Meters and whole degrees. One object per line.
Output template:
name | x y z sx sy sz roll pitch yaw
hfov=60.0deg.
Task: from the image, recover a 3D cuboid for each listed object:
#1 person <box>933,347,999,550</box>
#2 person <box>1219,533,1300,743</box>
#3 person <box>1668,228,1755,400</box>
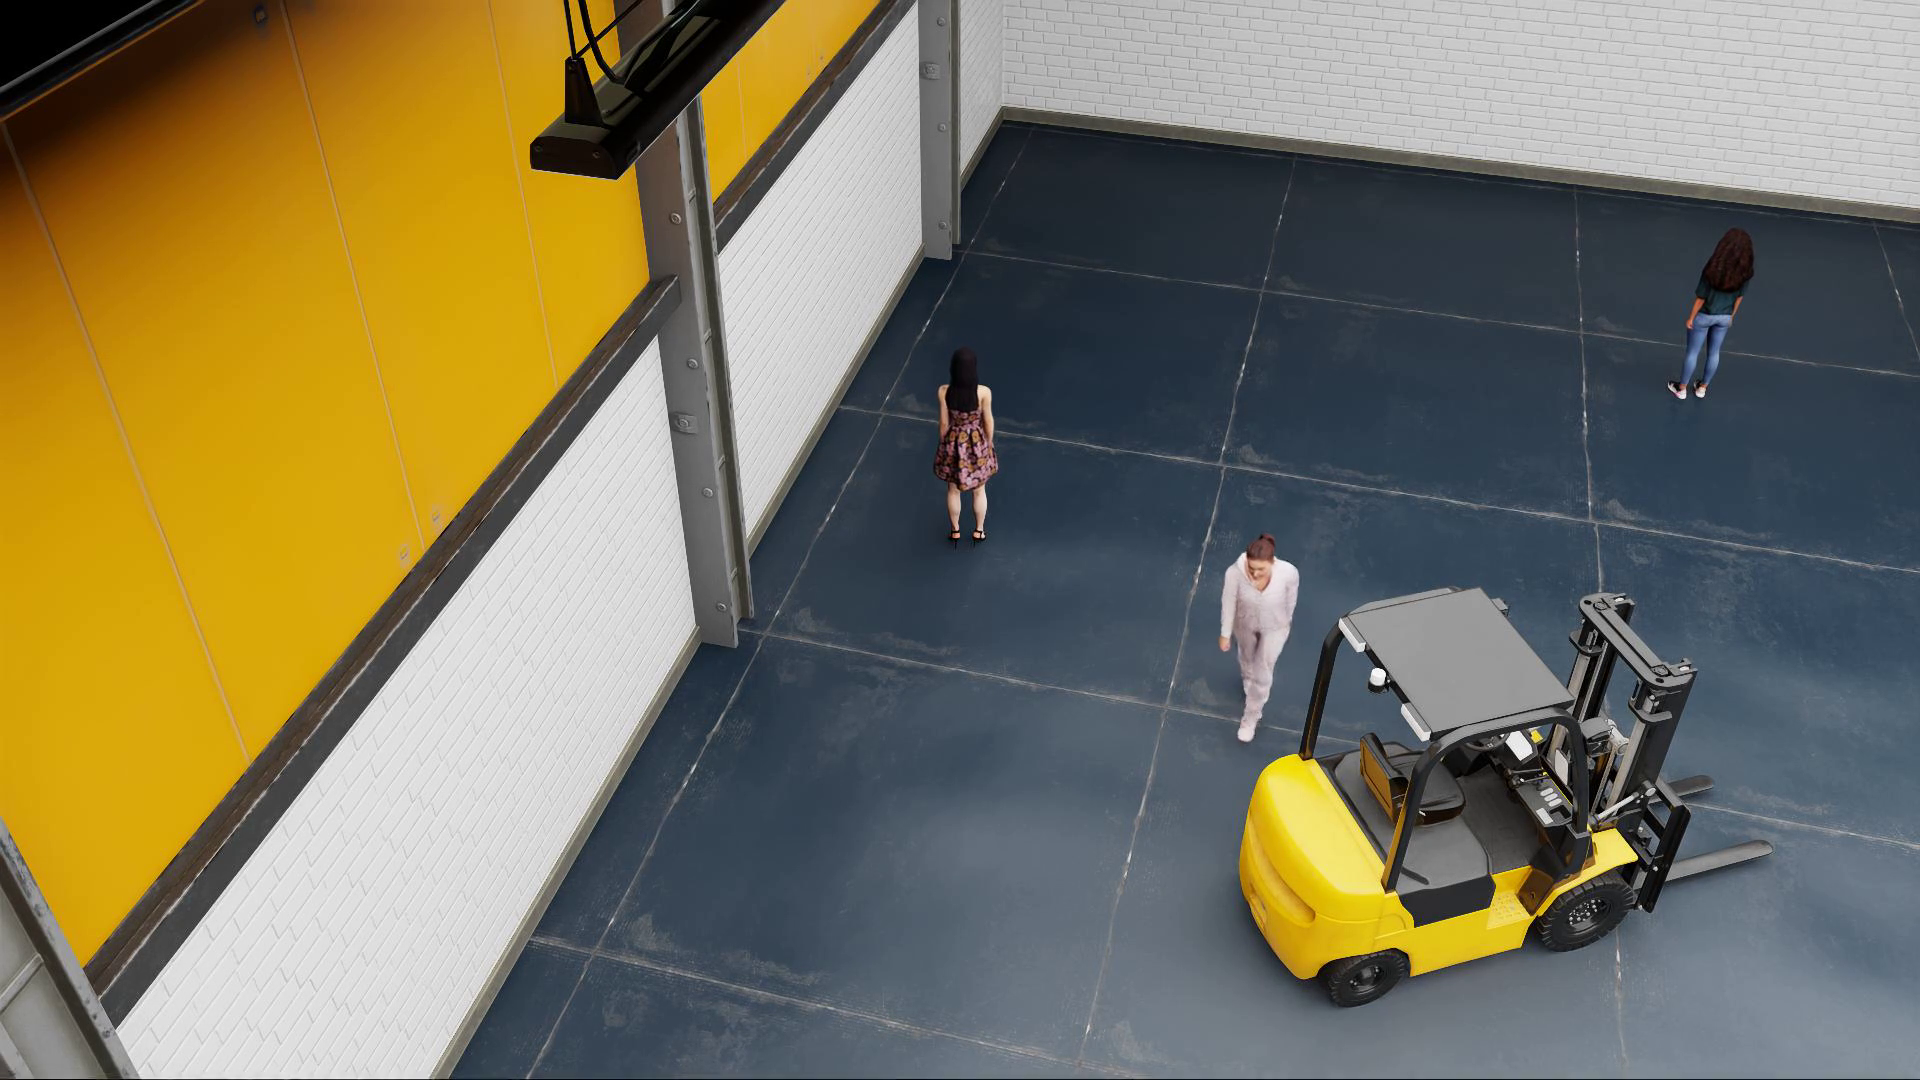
person | 0.042 -0.691 12.663 0.718 1.776 0.730 2 39 3
person | 2.052 0.518 11.274 0.626 1.621 0.975 5 39 6
person | 6.504 -1.950 14.367 0.659 1.617 0.670 0 39 0
